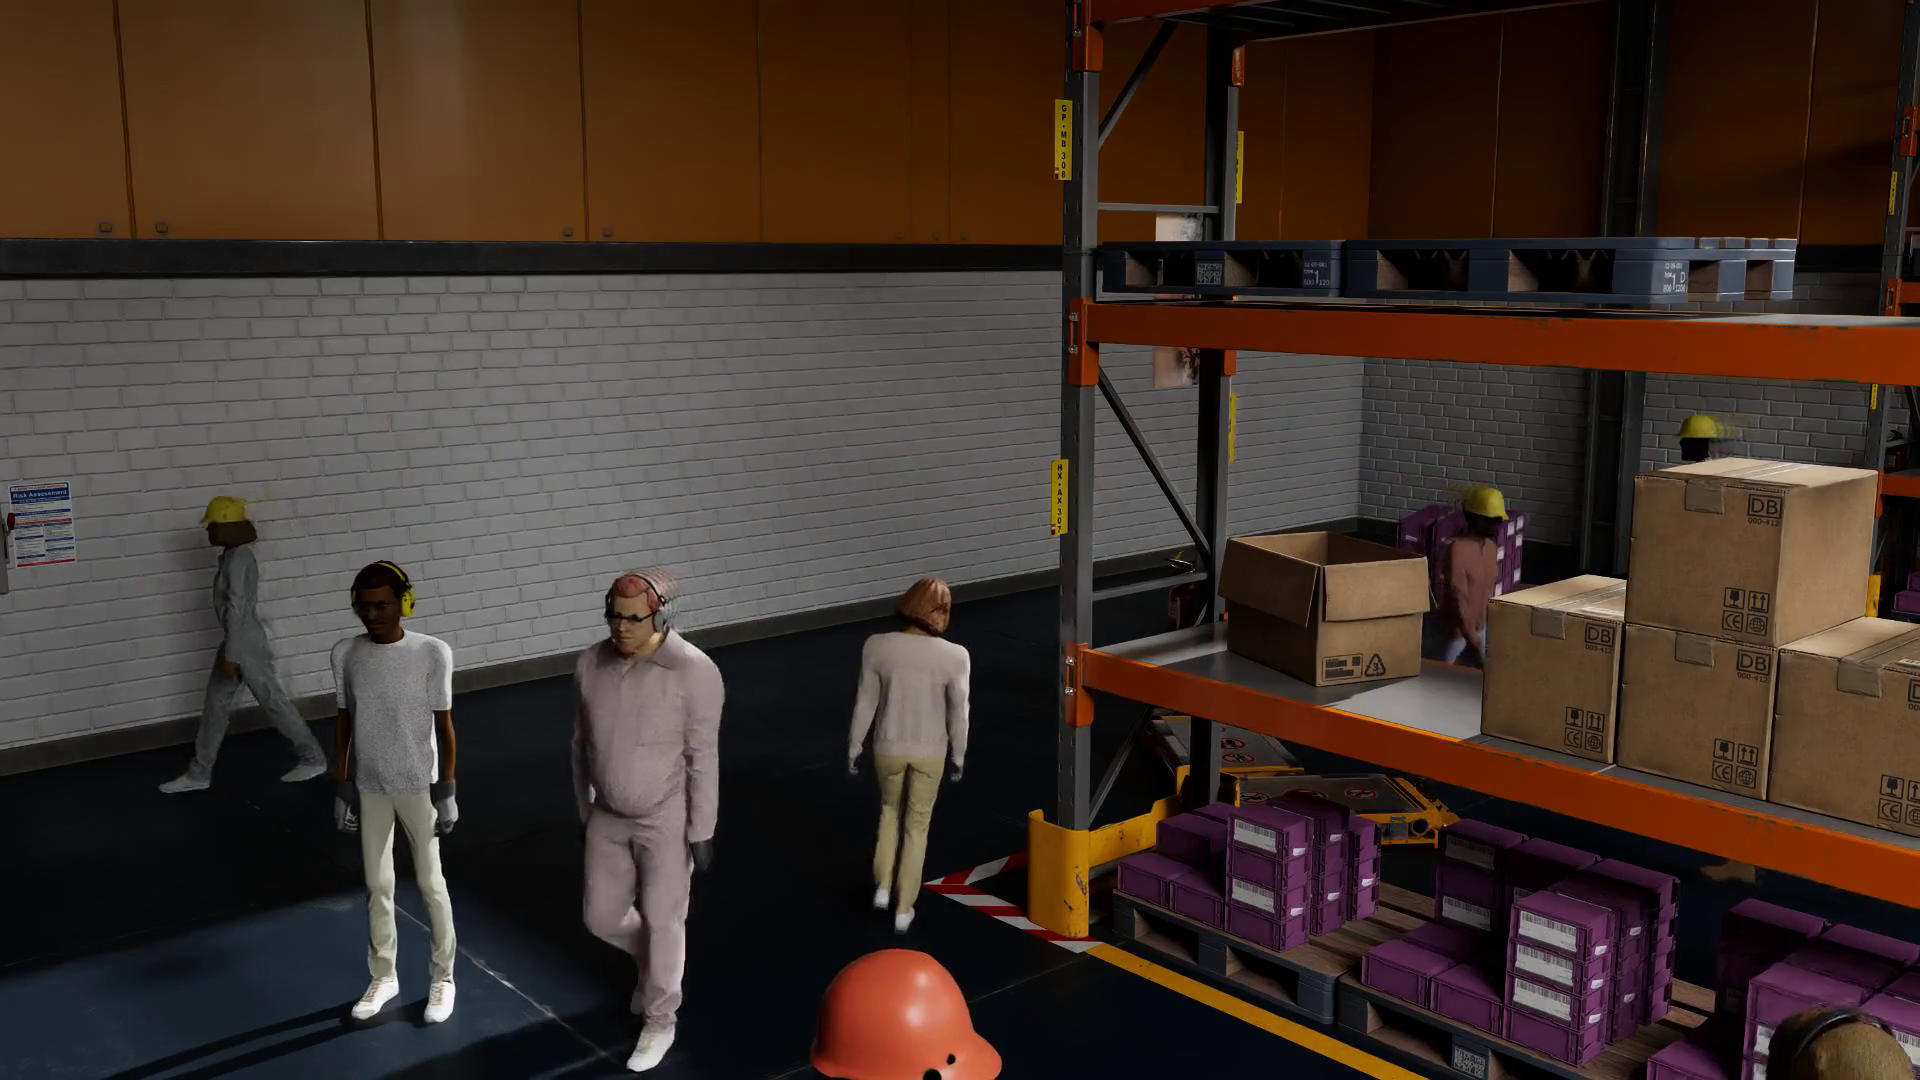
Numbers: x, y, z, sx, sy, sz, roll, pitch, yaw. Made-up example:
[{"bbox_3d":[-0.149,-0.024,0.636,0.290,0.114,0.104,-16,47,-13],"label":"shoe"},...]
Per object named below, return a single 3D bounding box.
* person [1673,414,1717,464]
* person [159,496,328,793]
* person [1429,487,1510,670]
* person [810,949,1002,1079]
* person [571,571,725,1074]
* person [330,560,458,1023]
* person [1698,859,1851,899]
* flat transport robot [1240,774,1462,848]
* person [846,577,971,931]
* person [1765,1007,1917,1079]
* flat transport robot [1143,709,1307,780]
[{"bbox_3d":[5.489,0.006,12.359,1.017,1.873,0.585,4,10,22],"label":"person"},{"bbox_3d":[-4.086,0.586,9.456,0.886,1.697,0.499,-5,11,-27],"label":"person"},{"bbox_3d":[2.953,0.513,9.853,0.498,1.708,0.961,-6,11,-32],"label":"person"},{"bbox_3d":[-0.108,1.604,2.793,0.361,1.938,0.545,2,10,11],"label":"person"},{"bbox_3d":[-1.181,1.034,6.306,0.649,1.882,0.489,3,10,19],"label":"person"},{"bbox_3d":[-2.246,0.994,6.595,0.510,1.860,0.317,1,10,4],"label":"person"},{"bbox_3d":[3.922,0.873,7.828,0.651,1.673,0.538,5,11,26],"label":"person"},{"bbox_3d":[1.885,1.425,8.711,1.431,0.197,0.652,-1,10,-5],"label":"flat transport robot"},{"bbox_3d":[-0.224,0.960,7.525,0.557,1.602,0.410,2,10,9],"label":"person"},{"bbox_3d":[1.386,1.654,2.636,0.656,1.893,0.985,-3,10,-19],"label":"person"},{"bbox_3d":[1.524,1.255,9.704,0.652,0.197,1.431,-1,10,-5],"label":"flat transport robot"}]
